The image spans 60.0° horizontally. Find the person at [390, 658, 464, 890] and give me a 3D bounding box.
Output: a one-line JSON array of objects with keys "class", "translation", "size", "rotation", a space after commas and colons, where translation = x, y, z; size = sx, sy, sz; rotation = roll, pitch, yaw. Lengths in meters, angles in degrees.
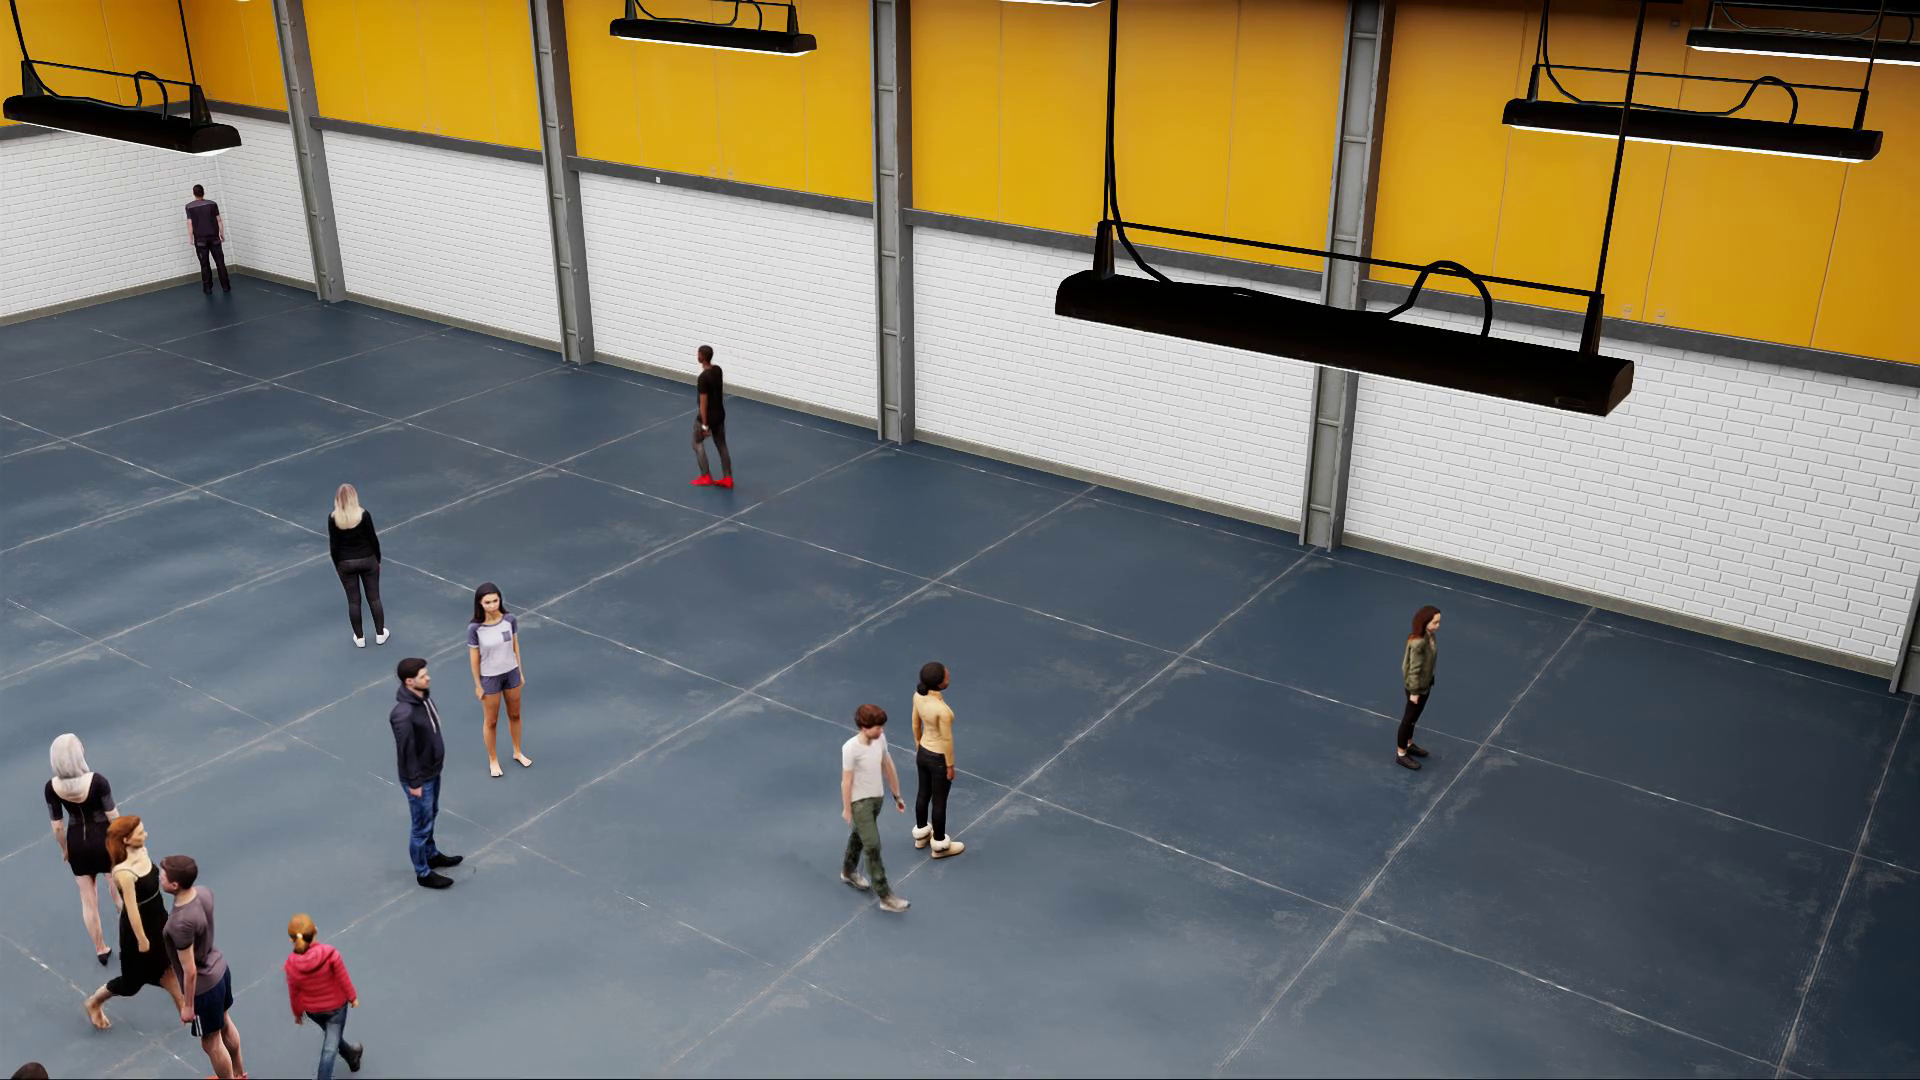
[{"class": "person", "translation": [-4.083, 1.733, 12.578], "size": [0.781, 1.892, 0.759], "rotation": [-1, 24, -2]}]

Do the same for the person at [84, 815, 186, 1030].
[{"class": "person", "translation": [-5.512, 2.570, 11.038], "size": [1.113, 1.592, 0.988], "rotation": [1, 24, 2]}]

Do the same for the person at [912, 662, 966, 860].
[{"class": "person", "translation": [-0.202, 1.692, 12.961], "size": [0.710, 1.660, 0.573], "rotation": [-18, 29, -35]}]

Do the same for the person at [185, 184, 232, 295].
[{"class": "person", "translation": [-12.848, -5.149, 28.380], "size": [0.807, 1.846, 0.765], "rotation": [-13, 27, -27]}]

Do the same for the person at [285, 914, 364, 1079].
[{"class": "person", "translation": [-4.020, 2.996, 10.460], "size": [0.918, 1.275, 0.847], "rotation": [3, 24, 7]}]

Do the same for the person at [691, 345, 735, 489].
[{"class": "person", "translation": [-2.910, -1.455, 20.004], "size": [0.758, 1.786, 0.683], "rotation": [14, 27, 29]}]

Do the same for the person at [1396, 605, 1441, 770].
[{"class": "person", "translation": [3.924, 1.230, 14.247], "size": [0.529, 1.476, 0.597], "rotation": [13, 27, 27]}]

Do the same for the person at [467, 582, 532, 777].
[{"class": "person", "translation": [-3.907, 1.158, 14.090], "size": [0.643, 1.734, 0.601], "rotation": [-17, 29, -34]}]

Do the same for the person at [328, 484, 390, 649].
[{"class": "person", "translation": [-5.880, 0.247, 16.232], "size": [0.689, 1.687, 0.721], "rotation": [-7, 25, -16]}]

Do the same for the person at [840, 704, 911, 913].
[{"class": "person", "translation": [-0.766, 1.928, 12.466], "size": [1.000, 1.624, 0.586], "rotation": [18, 30, 36]}]

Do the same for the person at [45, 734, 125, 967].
[{"class": "person", "translation": [-6.082, 2.164, 11.671], "size": [0.648, 1.829, 0.702], "rotation": [-5, 24, -12]}]

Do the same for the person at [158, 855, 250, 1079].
[{"class": "person", "translation": [-4.689, 2.742, 10.317], "size": [0.771, 1.854, 0.717], "rotation": [-3, 24, -8]}]
